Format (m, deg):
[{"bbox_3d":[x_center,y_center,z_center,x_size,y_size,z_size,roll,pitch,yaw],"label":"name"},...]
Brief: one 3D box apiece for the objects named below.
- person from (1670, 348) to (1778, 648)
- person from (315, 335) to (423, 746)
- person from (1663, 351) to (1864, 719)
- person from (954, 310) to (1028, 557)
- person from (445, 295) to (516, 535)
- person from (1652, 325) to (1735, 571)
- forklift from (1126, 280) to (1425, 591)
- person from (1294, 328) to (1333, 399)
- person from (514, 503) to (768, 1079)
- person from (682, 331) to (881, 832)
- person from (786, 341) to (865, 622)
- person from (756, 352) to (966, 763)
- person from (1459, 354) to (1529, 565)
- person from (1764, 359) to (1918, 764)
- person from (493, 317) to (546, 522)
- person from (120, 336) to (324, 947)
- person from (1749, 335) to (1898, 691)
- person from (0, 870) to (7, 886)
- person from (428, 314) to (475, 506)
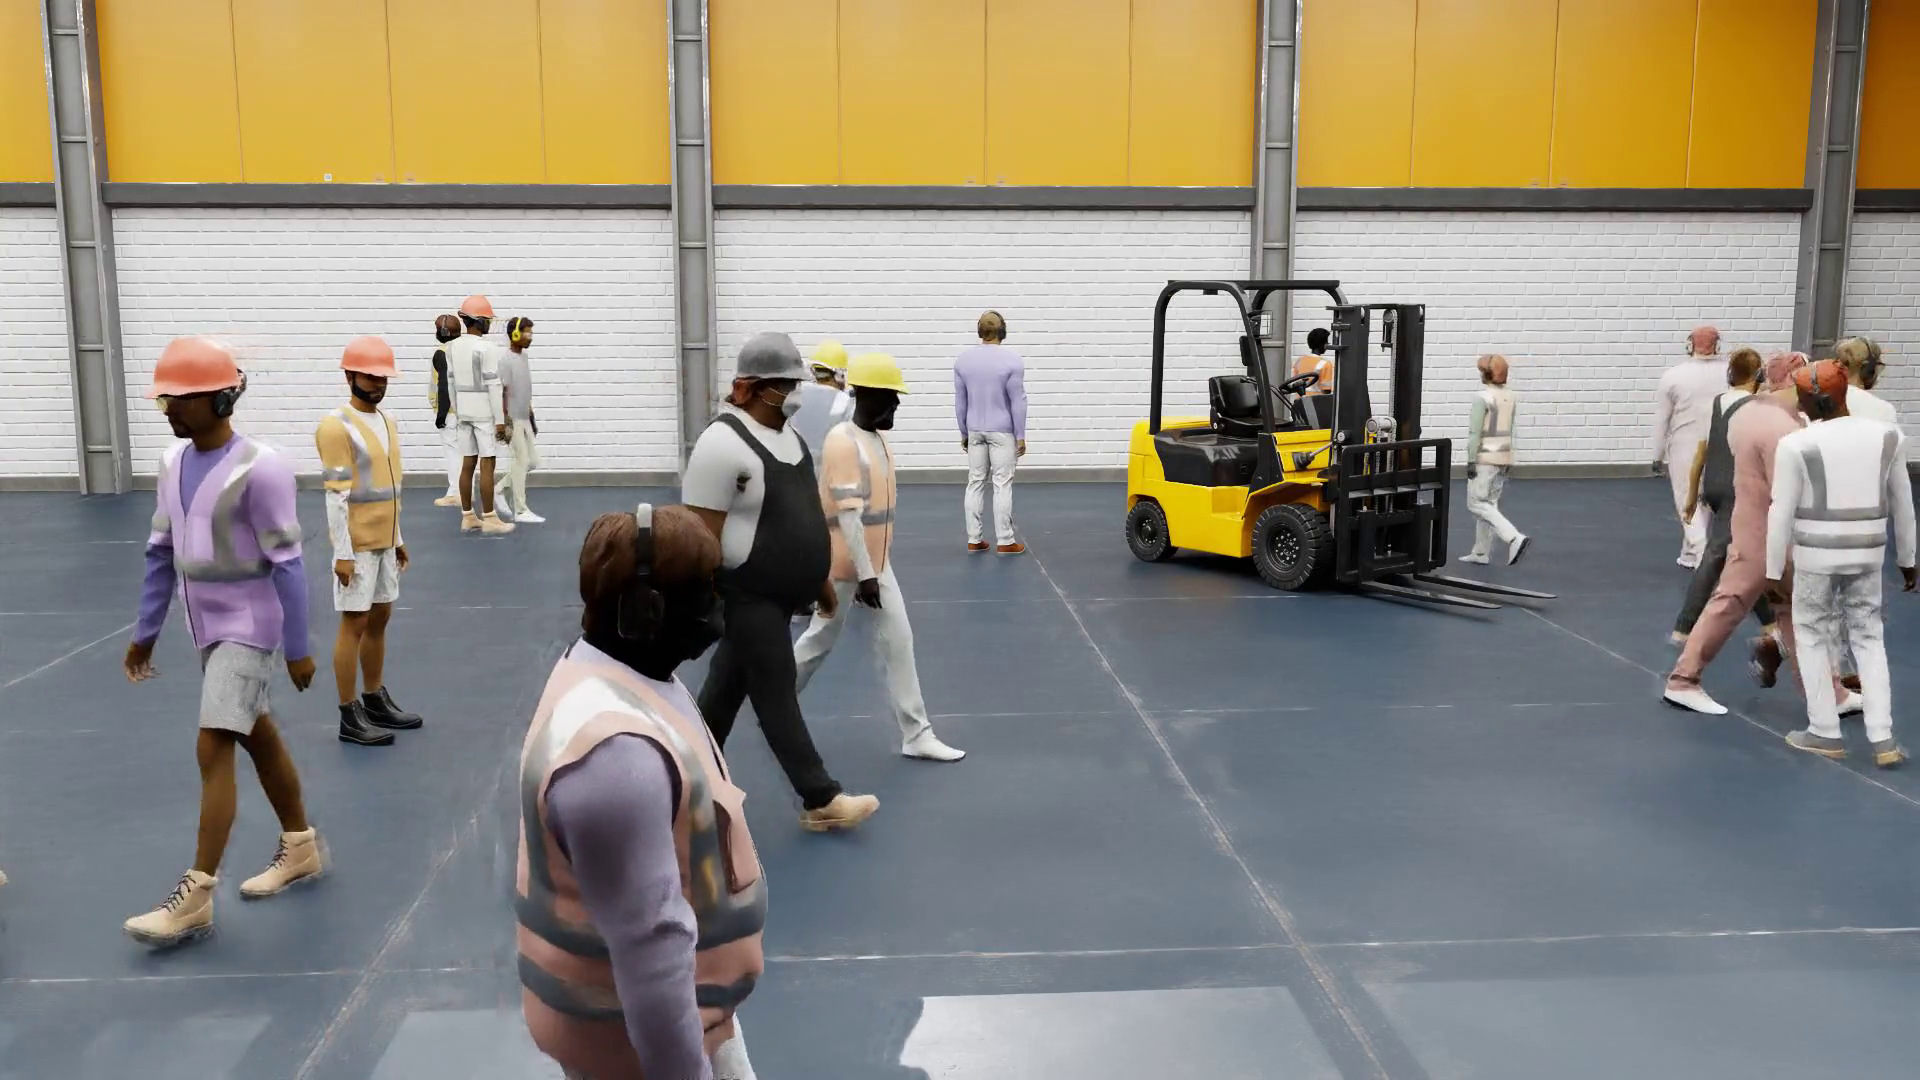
[{"bbox_3d":[4.672,-0.246,9.918,0.993,1.775,0.545,-2,9,-14],"label":"person"},{"bbox_3d":[-2.797,-0.005,7.921,0.376,1.934,0.547,2,9,11],"label":"person"},{"bbox_3d":[4.061,-0.009,8.254,1.036,1.837,0.702,4,10,22],"label":"person"},{"bbox_3d":[0.254,-0.836,13.126,0.631,1.940,0.369,5,10,30],"label":"person"},{"bbox_3d":[-4.102,-1.064,14.231,0.613,2.043,0.374,6,11,34],"label":"person"},{"bbox_3d":[5.434,-0.643,12.200,0.648,1.860,0.967,1,9,5],"label":"person"},{"bbox_3d":[2.301,-0.860,12.475,1.214,2.155,2.313,-6,11,-35],"label":"forklift"},{"bbox_3d":[3.573,-1.301,16.830,0.319,1.692,0.542,-5,10,-30],"label":"person"},{"bbox_3d":[-0.542,0.841,2.945,0.447,1.826,0.639,-1,9,-7],"label":"person"},{"bbox_3d":[-0.786,0.135,6.710,1.005,2.000,0.696,3,10,20],"label":"person"},{"bbox_3d":[-0.844,-0.388,10.787,0.603,1.782,0.923,5,10,27],"label":"person"},{"bbox_3d":[-0.500,0.076,7.627,1.025,1.874,0.595,4,10,24],"label":"person"},{"bbox_3d":[4.052,-0.584,12.538,0.517,1.628,0.577,-8,12,-40],"label":"person"},{"bbox_3d":[3.999,0.106,7.549,0.687,1.842,0.422,1,9,5],"label":"person"},{"bbox_3d":[-3.995,-1.072,14.895,0.489,1.849,0.560,1,9,9],"label":"person"},{"bbox_3d":[-2.589,0.326,5.638,0.620,2.002,0.953,7,11,36],"label":"person"},{"bbox_3d":[4.501,-0.108,8.662,0.781,1.915,0.628,-2,9,-14],"label":"person"},{"bbox_3d":[-3.834,0.387,5.849,0.687,1.813,0.646,0,9,1],"label":"person"},{"bbox_3d":[-4.891,-1.249,16.026,0.429,1.841,0.633,1,9,8],"label":"person"}]
